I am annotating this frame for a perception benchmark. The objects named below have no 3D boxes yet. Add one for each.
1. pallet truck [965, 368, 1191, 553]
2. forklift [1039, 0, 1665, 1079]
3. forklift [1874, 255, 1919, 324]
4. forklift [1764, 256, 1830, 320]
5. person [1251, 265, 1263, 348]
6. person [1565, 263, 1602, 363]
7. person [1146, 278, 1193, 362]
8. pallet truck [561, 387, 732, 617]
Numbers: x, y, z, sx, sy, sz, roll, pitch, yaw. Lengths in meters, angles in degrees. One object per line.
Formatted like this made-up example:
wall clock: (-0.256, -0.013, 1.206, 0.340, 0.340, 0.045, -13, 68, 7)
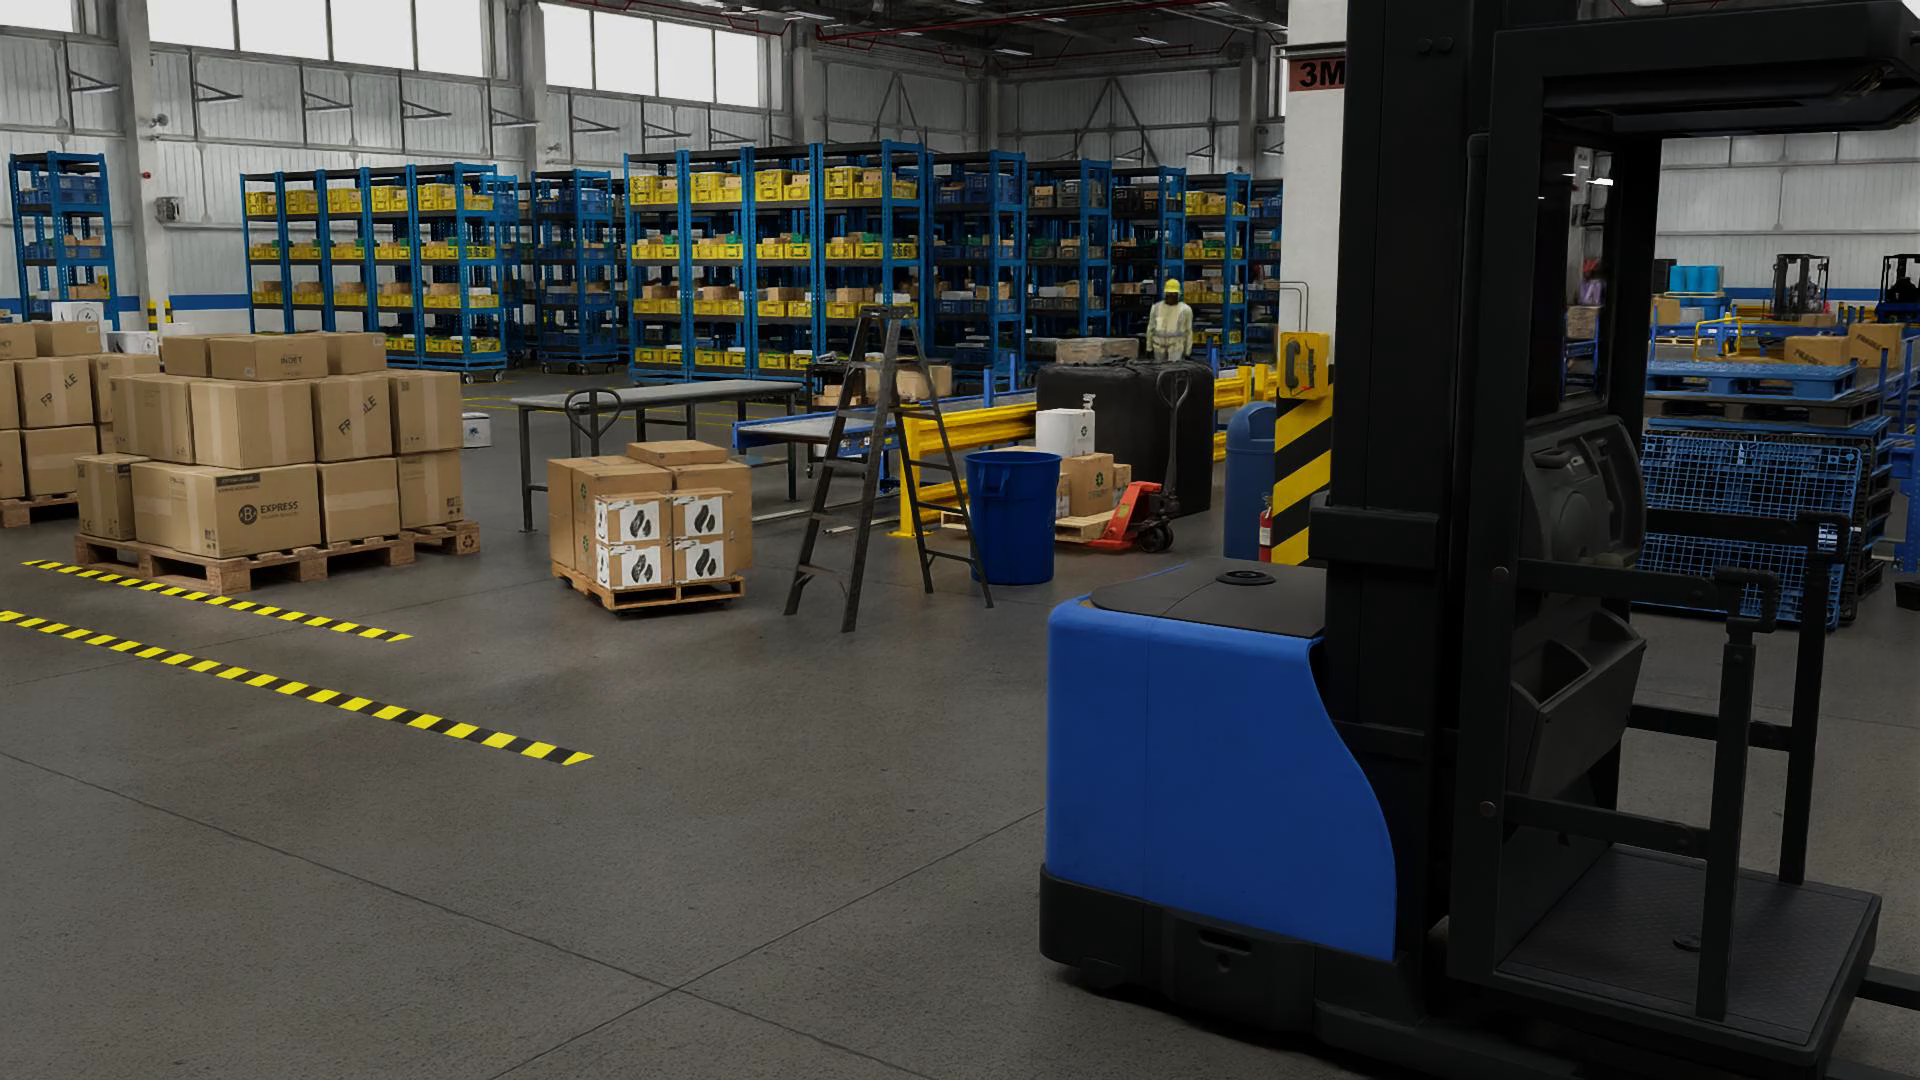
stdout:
pallet truck: (0.845, -0.609, 11.869, 1.630, 1.274, 0.653, 7, 12, 35)
forklift: (1.249, -0.137, 4.360, 1.873, 2.768, 1.129, 7, 12, 35)
forklift: (22.089, -5.634, 38.796, 1.157, 1.987, 2.680, 6, 11, 33)
forklift: (20.253, -5.854, 40.139, 1.157, 1.987, 2.680, 7, 12, 35)
person: (6.479, -5.213, 37.332, 0.830, 1.971, 0.628, 6, 11, 32)
person: (12.390, -4.483, 32.909, 1.096, 1.979, 0.629, -5, 11, -26)
person: (2.764, -2.539, 21.850, 0.589, 1.808, 0.813, 4, 10, 24)
pallet truck: (-1.981, -0.274, 10.088, 0.680, 1.201, 1.601, -5, 11, -28)
